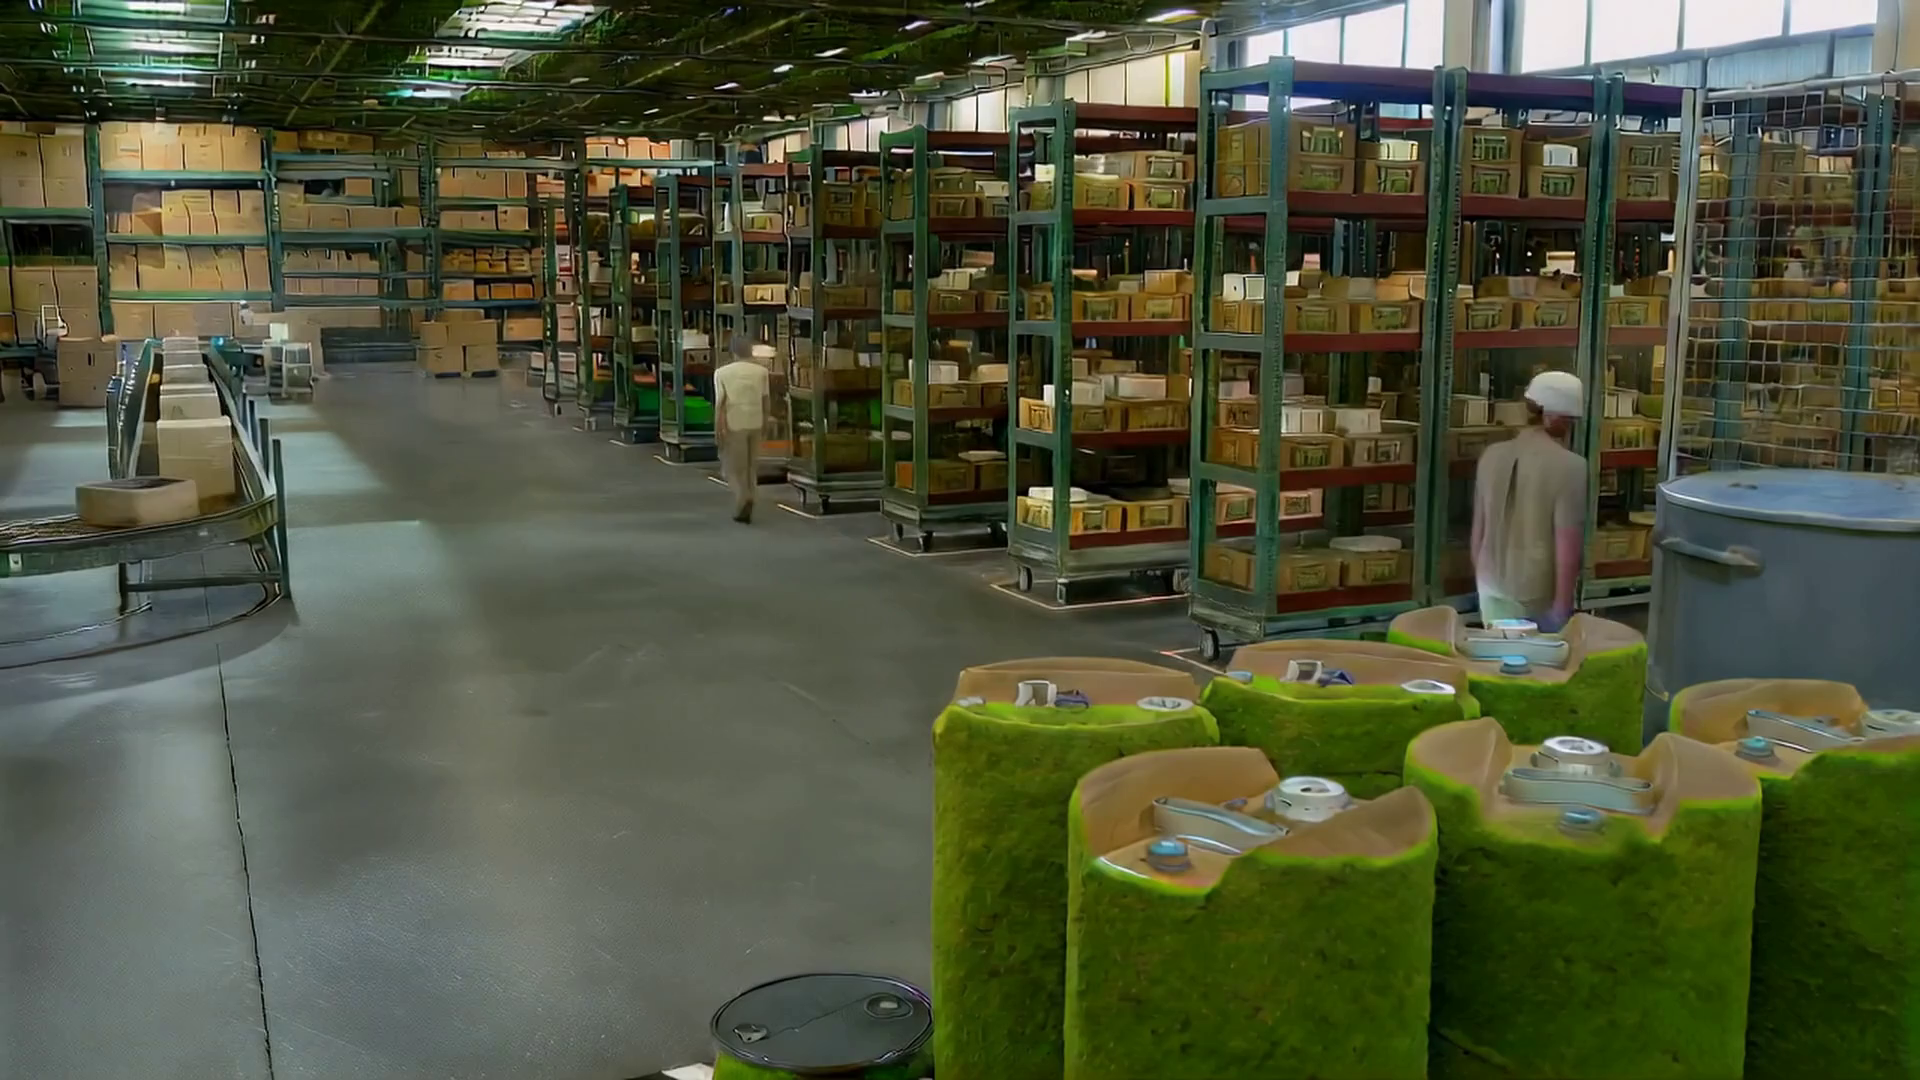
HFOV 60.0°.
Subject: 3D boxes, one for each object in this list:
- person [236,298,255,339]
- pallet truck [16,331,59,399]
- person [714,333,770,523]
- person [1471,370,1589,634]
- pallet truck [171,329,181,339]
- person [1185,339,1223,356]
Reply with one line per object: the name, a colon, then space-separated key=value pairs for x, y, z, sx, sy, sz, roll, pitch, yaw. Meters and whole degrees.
person: x=-18.407 y=-5.375 z=42.939 sx=0.435 sy=1.747 sz=0.562 roll=3 pitch=10 yaw=18
pallet truck: x=-17.082 y=-3.353 z=31.781 sx=1.630 sy=1.274 sz=0.653 roll=-4 pitch=10 yaw=-25
person: x=-2.082 y=-1.055 z=15.875 sx=0.595 sy=1.826 sz=0.446 roll=-6 pitch=11 yaw=-31
person: x=2.719 y=0.181 z=7.834 sx=0.827 sy=1.944 sz=0.651 roll=-7 pitch=11 yaw=-36
pallet truck: x=-17.275 y=-3.851 z=35.096 sx=1.601 sy=1.201 sz=0.680 roll=0 pitch=9 yaw=1
person: x=3.319 y=-2.175 z=22.954 sx=0.616 sy=1.782 sz=0.885 roll=4 pitch=10 yaw=22
